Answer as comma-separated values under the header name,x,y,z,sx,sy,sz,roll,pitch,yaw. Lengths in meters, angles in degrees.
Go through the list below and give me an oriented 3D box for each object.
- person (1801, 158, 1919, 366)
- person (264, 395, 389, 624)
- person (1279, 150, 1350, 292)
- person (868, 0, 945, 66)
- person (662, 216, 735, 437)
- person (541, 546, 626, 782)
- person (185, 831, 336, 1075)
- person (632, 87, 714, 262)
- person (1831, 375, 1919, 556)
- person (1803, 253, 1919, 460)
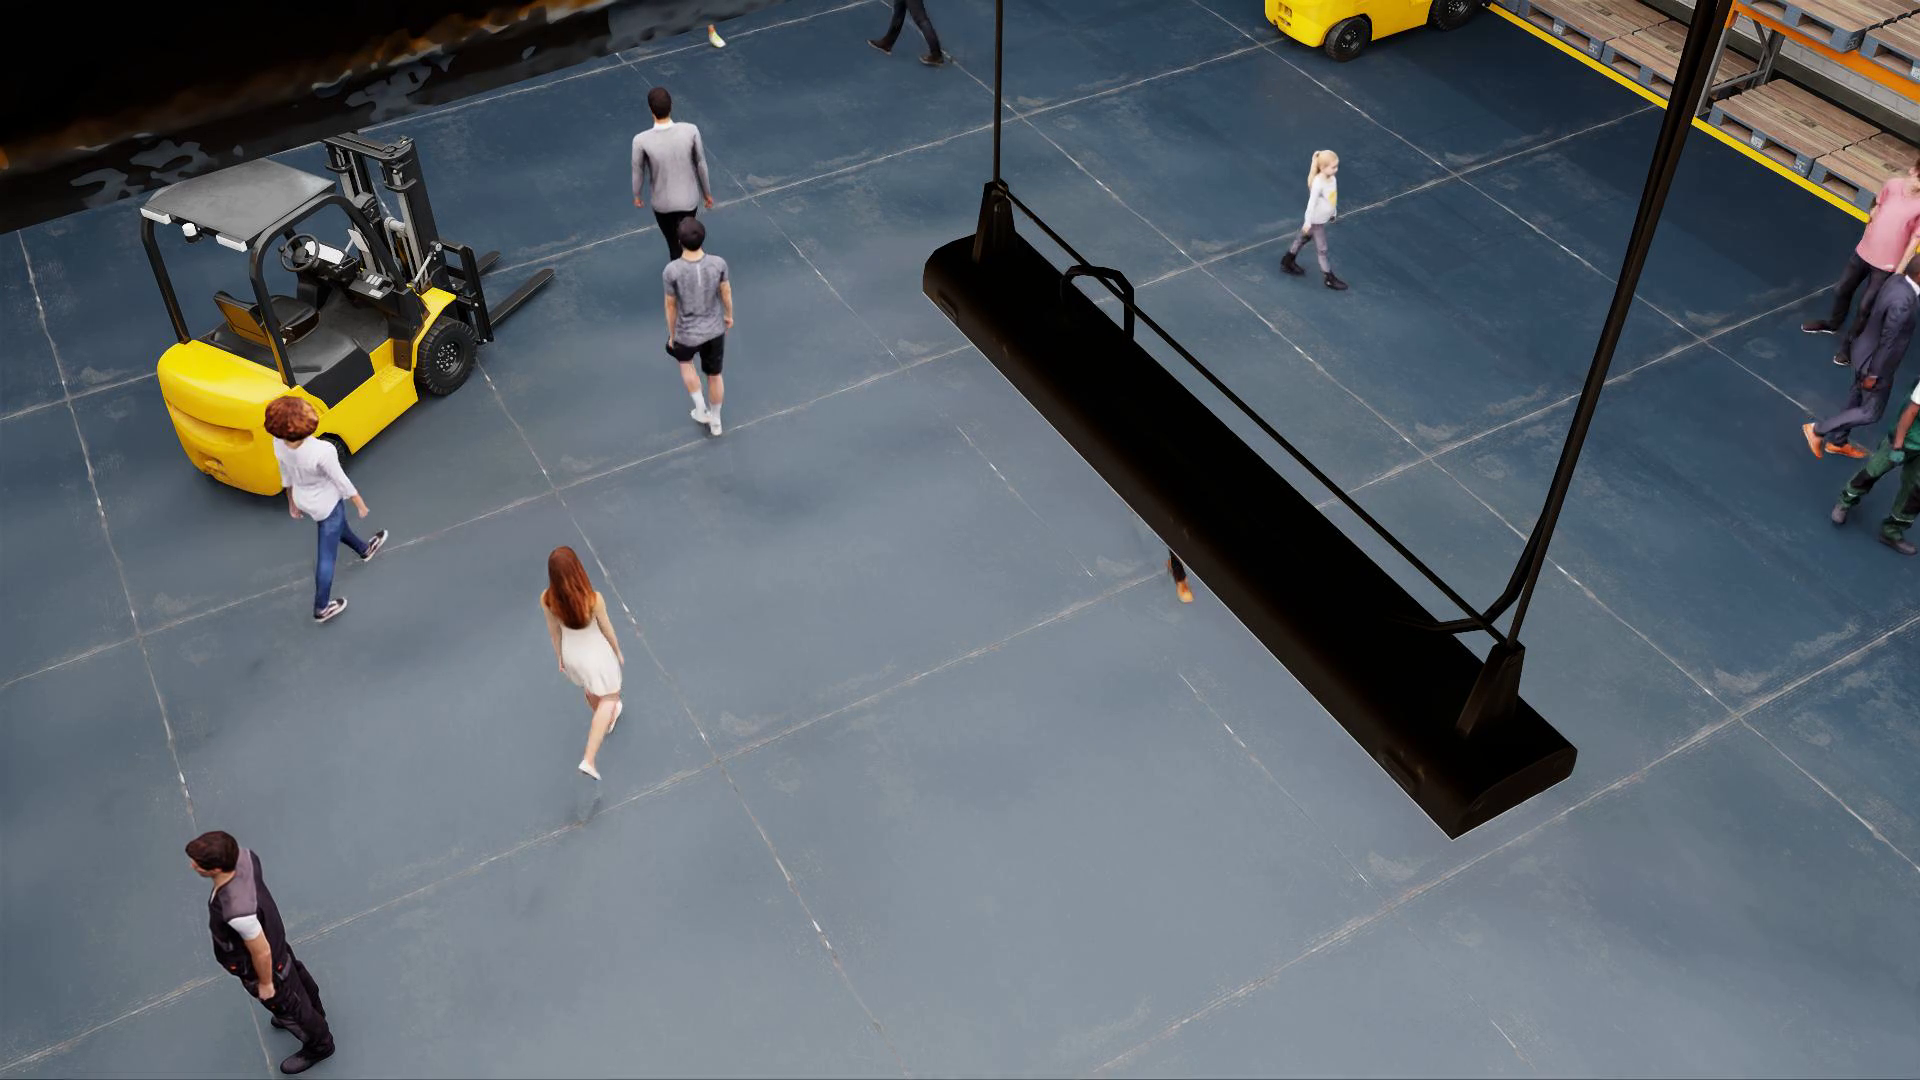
name,x,y,z,sx,sy,sz,roll,pitch,yaw
person,7.255,-2.238,13.090,0.879,1.922,0.624,-9,44,-10
person,-4.338,-0.192,11.129,1.176,1.667,1.129,19,47,19
person,2.979,-2.748,14.117,0.957,1.245,0.760,24,49,23
person,-0.426,-5.596,16.765,1.160,1.715,1.105,12,45,12
person,-1.919,-1.519,12.382,0.730,1.859,0.703,-14,45,-15
person,-2.282,0.760,10.110,0.968,1.693,1.052,8,44,8
person,-3.603,2.100,8.591,0.738,1.849,0.534,-17,46,-17
person,-2.319,-2.764,13.661,0.832,1.898,1.026,-17,46,-17
person,6.623,-0.743,11.604,0.870,1.808,1.001,-3,44,-3
person,6.652,-1.337,12.224,0.933,1.813,0.879,18,46,18
